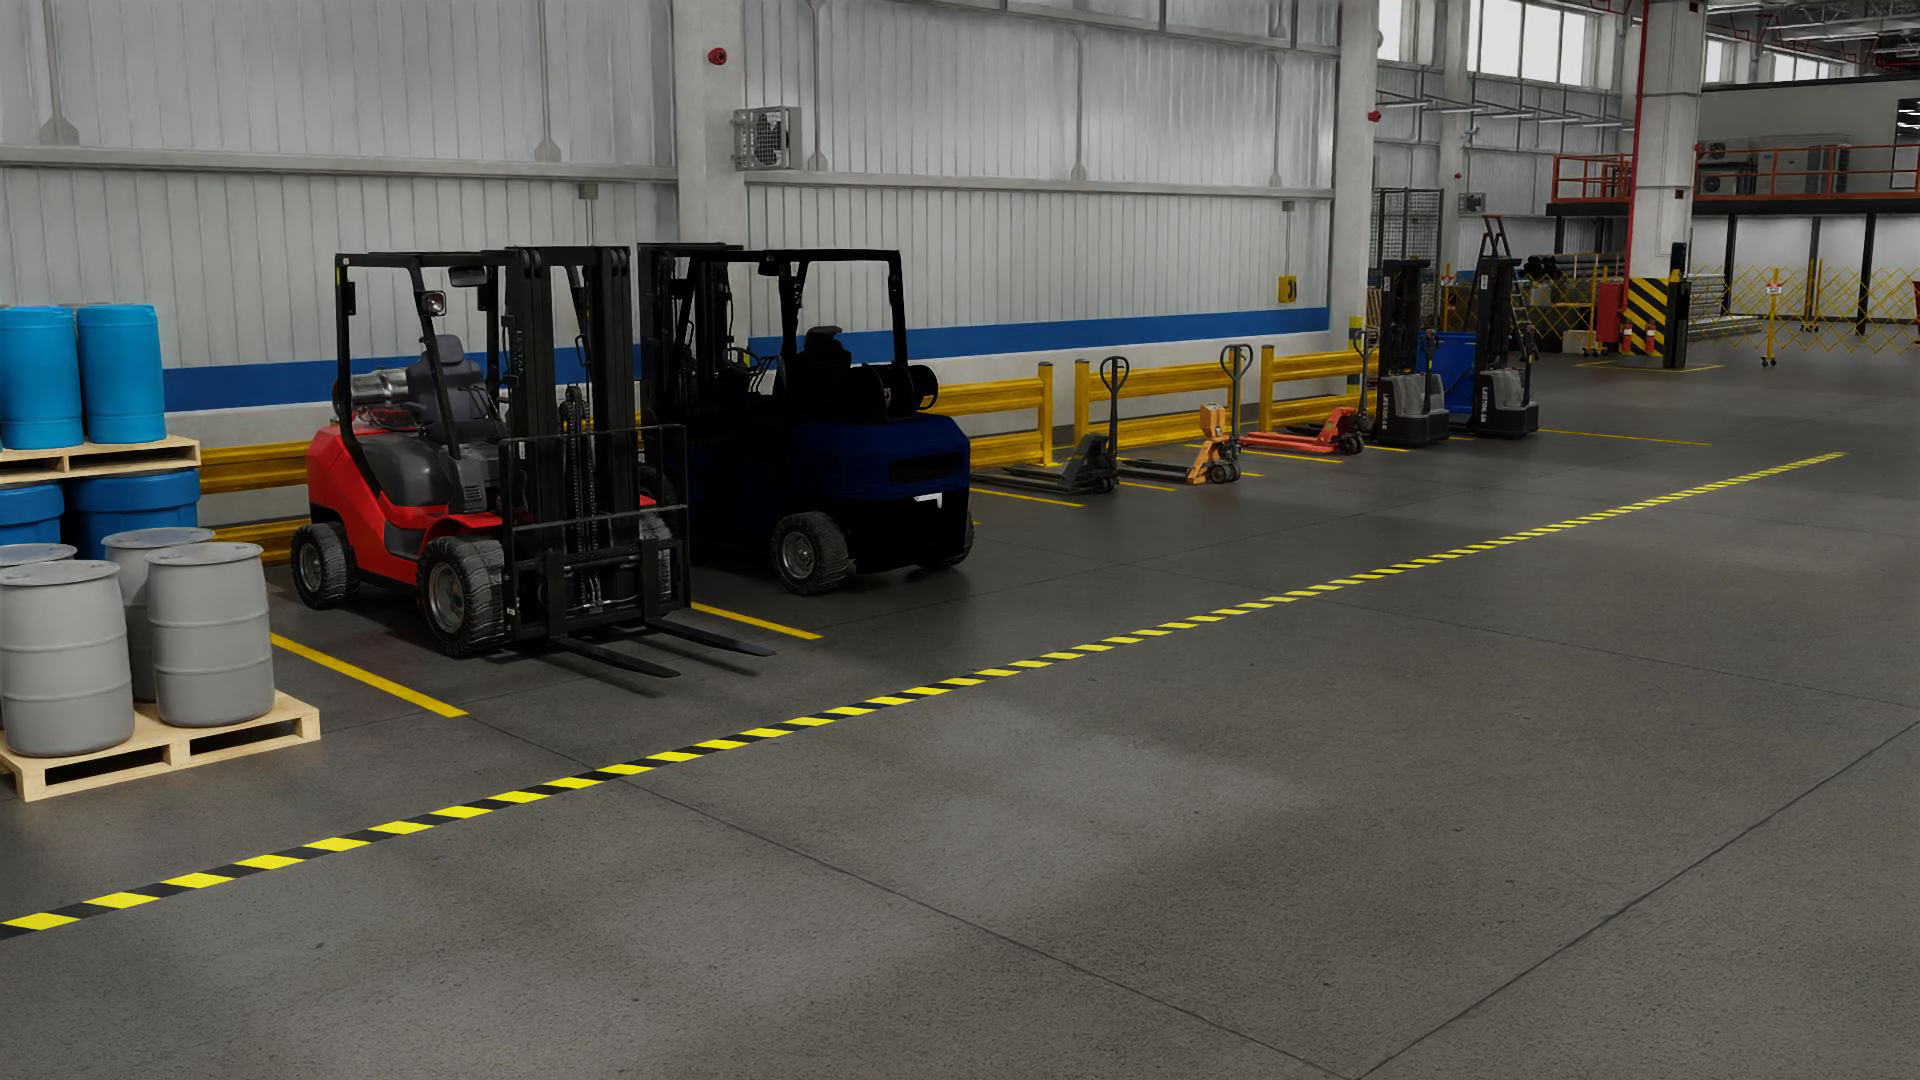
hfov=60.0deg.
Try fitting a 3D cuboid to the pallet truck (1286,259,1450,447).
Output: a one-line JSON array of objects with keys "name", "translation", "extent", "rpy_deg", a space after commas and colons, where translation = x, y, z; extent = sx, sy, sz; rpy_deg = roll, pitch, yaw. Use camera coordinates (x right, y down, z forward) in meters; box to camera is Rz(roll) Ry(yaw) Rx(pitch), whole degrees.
[{"name": "pallet truck", "translation": [4.493, -2.078, 18.196], "extent": [0.823, 1.965, 1.885], "rpy_deg": [-9, 14, -40]}]

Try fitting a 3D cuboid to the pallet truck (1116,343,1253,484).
[{"name": "pallet truck", "translation": [1.962, -1.215, 15.415], "extent": [1.522, 1.261, 0.704], "rpy_deg": [10, 14, 43]}]

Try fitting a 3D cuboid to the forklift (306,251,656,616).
[{"name": "forklift", "translation": [-2.833, -0.669, 9.694], "extent": [1.157, 1.987, 2.680], "rpy_deg": [-10, 14, -44]}]

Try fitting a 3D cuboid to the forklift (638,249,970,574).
[{"name": "forklift", "translation": [-1.173, -0.958, 11.239], "extent": [2.680, 1.987, 1.157], "rpy_deg": [10, 14, 43]}]

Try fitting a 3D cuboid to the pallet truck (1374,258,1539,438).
[{"name": "pallet truck", "translation": [5.704, -2.208, 18.901], "extent": [1.885, 1.965, 0.823], "rpy_deg": [10, 14, 43]}]

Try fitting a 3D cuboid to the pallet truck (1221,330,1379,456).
[{"name": "pallet truck", "translation": [3.563, -1.581, 17.381], "extent": [0.653, 1.274, 1.630], "rpy_deg": [-10, 14, -44]}]

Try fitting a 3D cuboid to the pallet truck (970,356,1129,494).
[{"name": "pallet truck", "translation": [0.784, -1.085, 14.876], "extent": [0.680, 1.201, 1.601], "rpy_deg": [-10, 14, -44]}]
